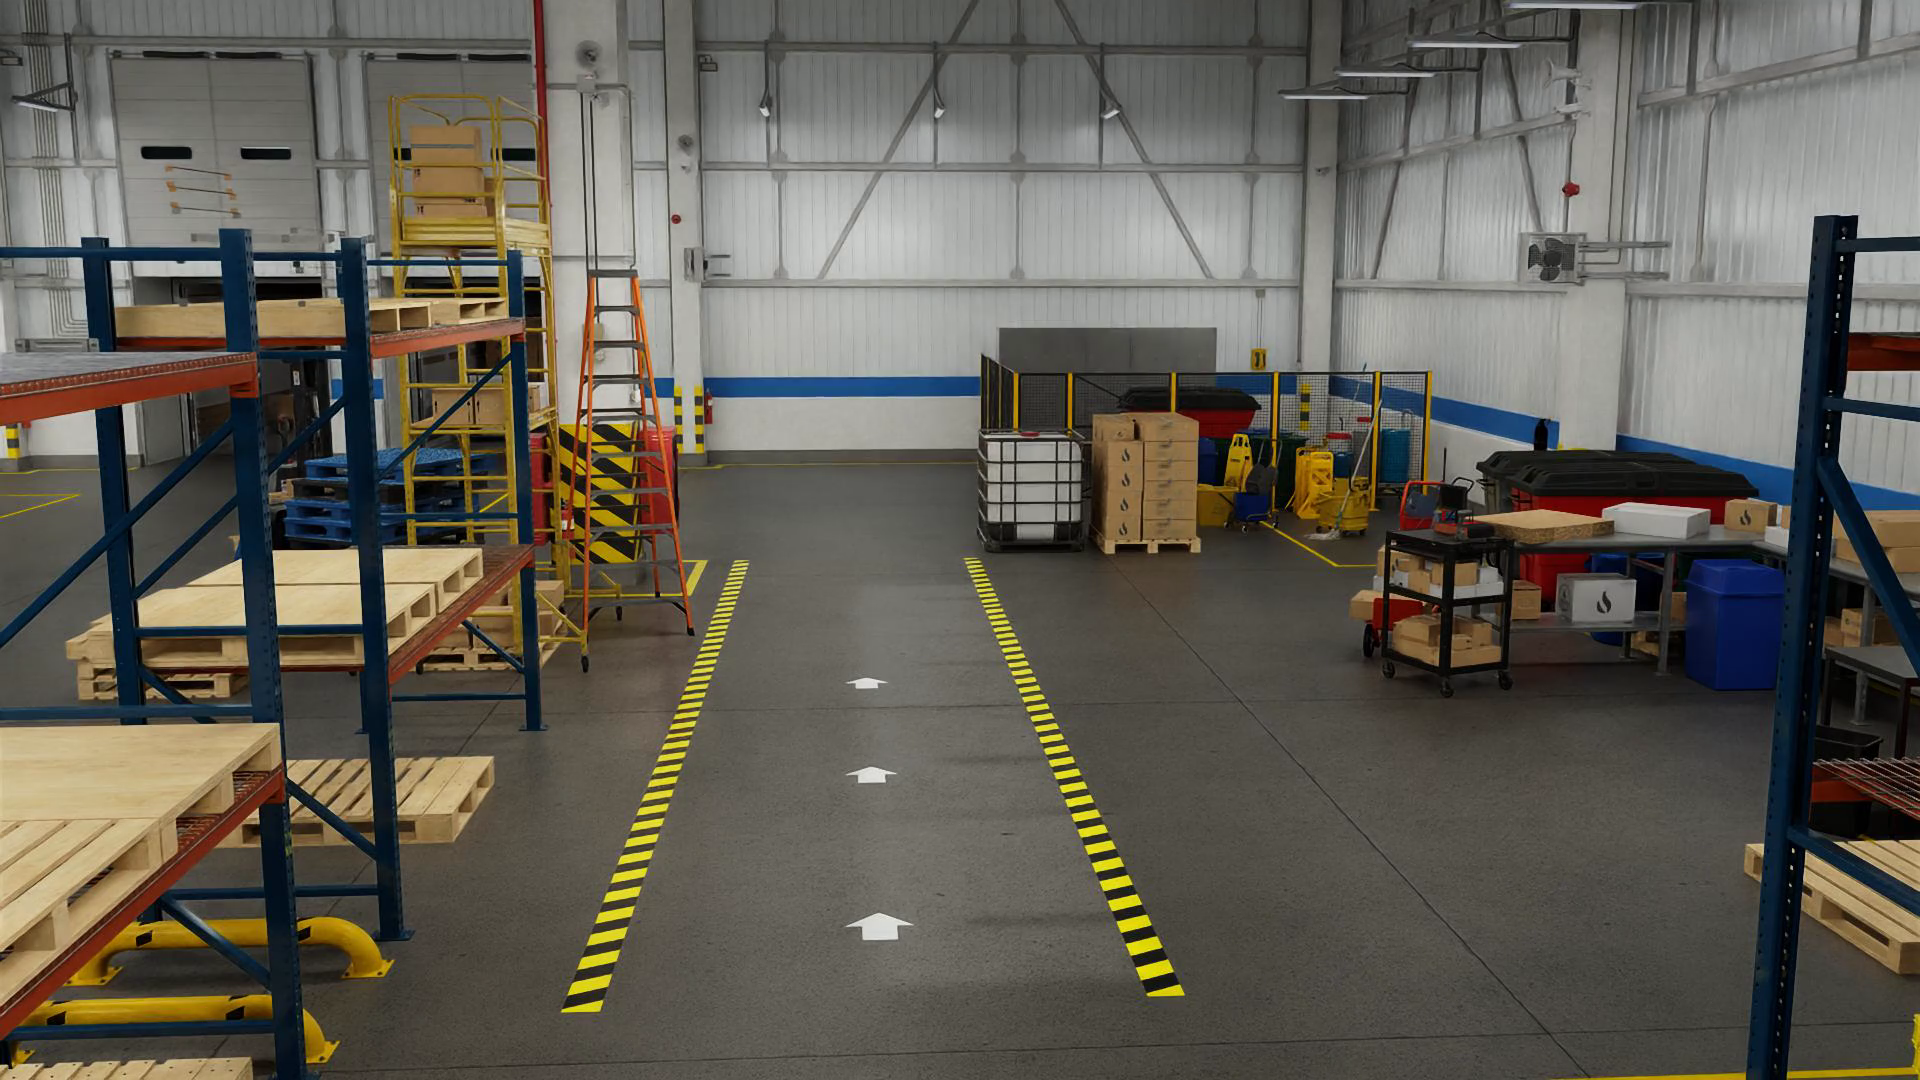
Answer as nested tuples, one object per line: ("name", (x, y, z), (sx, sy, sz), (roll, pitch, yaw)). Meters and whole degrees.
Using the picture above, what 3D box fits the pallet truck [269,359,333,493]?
("pallet truck", (-7.062, -1.131, 18.996), (1.885, 1.965, 0.823), (2, 9, 13))
